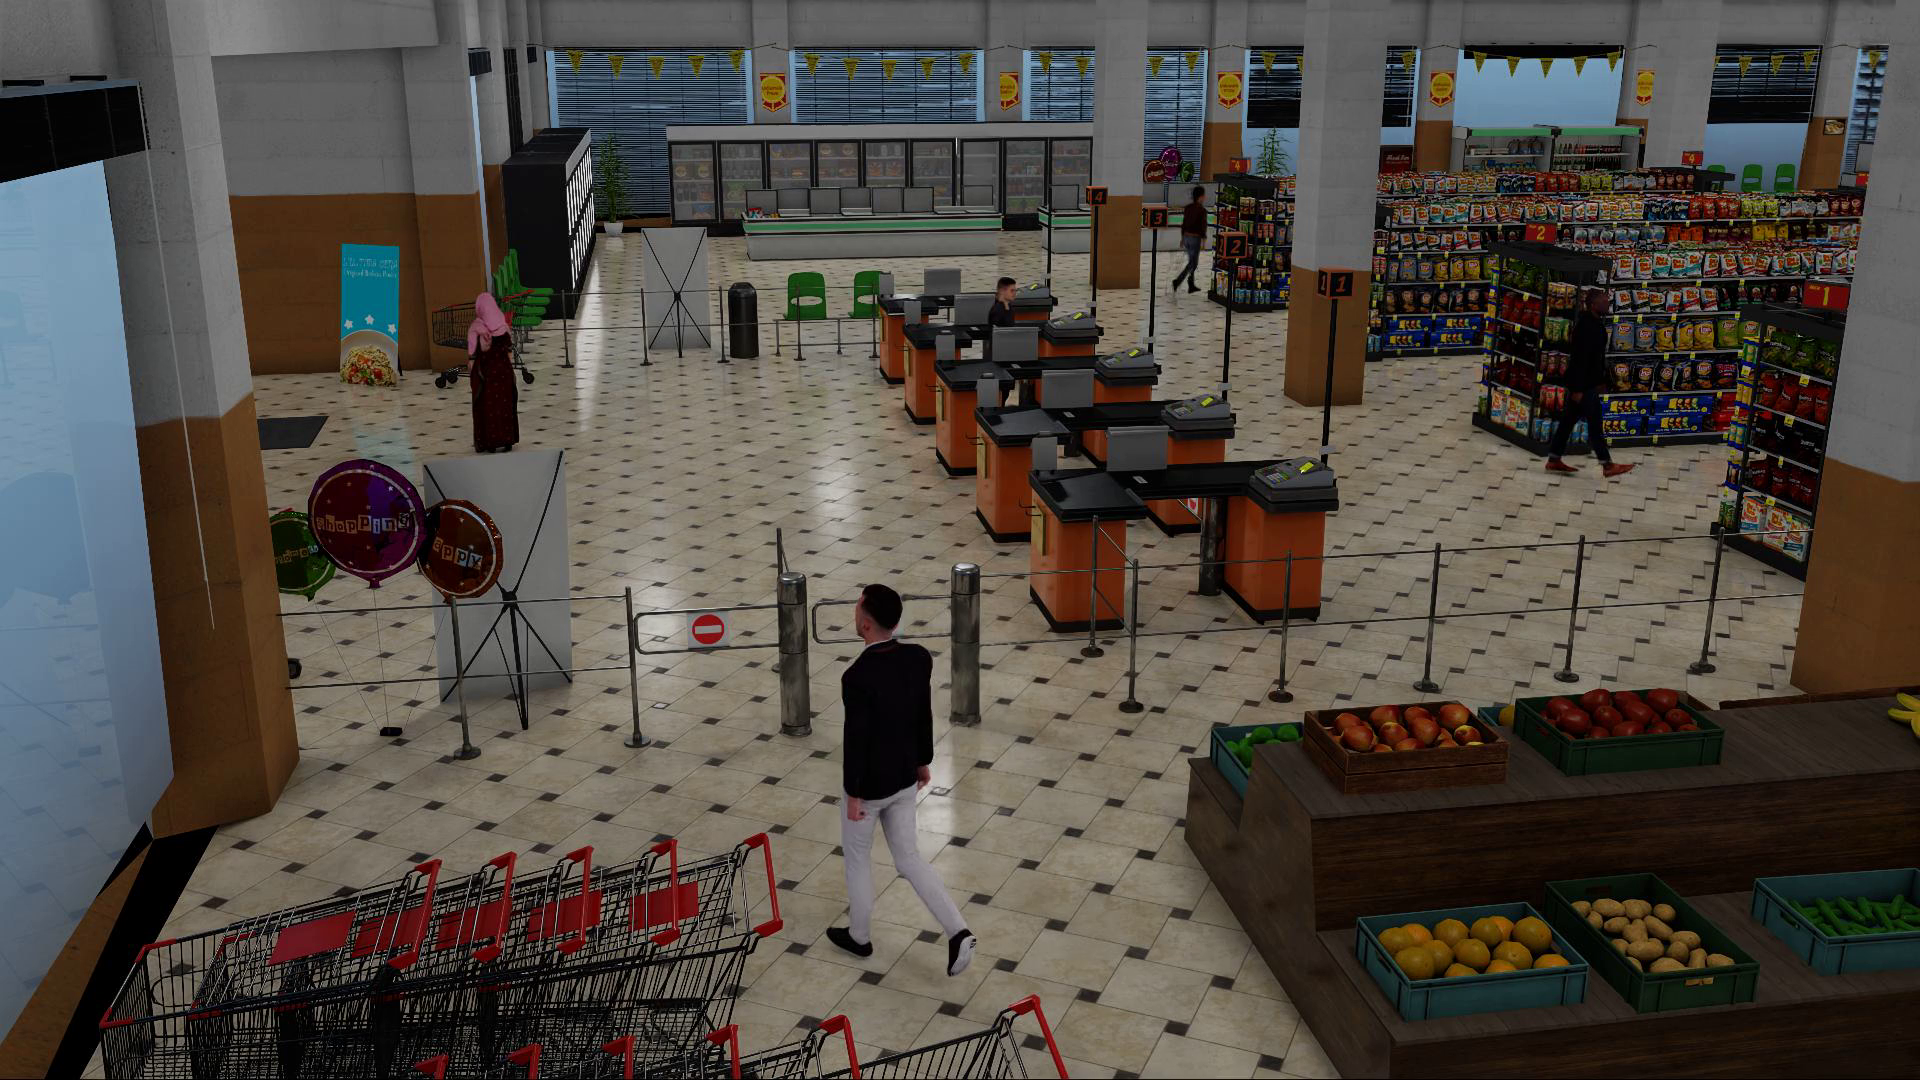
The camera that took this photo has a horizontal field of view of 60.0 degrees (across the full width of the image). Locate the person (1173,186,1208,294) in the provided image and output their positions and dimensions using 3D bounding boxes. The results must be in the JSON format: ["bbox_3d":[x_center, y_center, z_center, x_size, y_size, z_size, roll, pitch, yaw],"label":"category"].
[{"bbox_3d":[3.757,-4.853,27.140,1.158,1.748,1.002,-16,23,-42],"label":"person"}]

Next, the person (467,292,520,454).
[{"bbox_3d":[-4.783,-1.713,16.994,0.696,1.635,0.817,-12,21,-35],"label":"person"}]

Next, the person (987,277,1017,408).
[{"bbox_3d":[0.431,-1.832,17.170,0.698,1.761,0.715,4,17,14],"label":"person"}]

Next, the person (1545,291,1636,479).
[{"bbox_3d":[5.906,-1.486,15.983,1.193,1.788,1.066,7,18,23],"label":"person"}]

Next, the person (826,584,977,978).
[{"bbox_3d":[-0.271,1.108,7.386,1.115,1.820,1.138,16,23,42],"label":"person"}]
